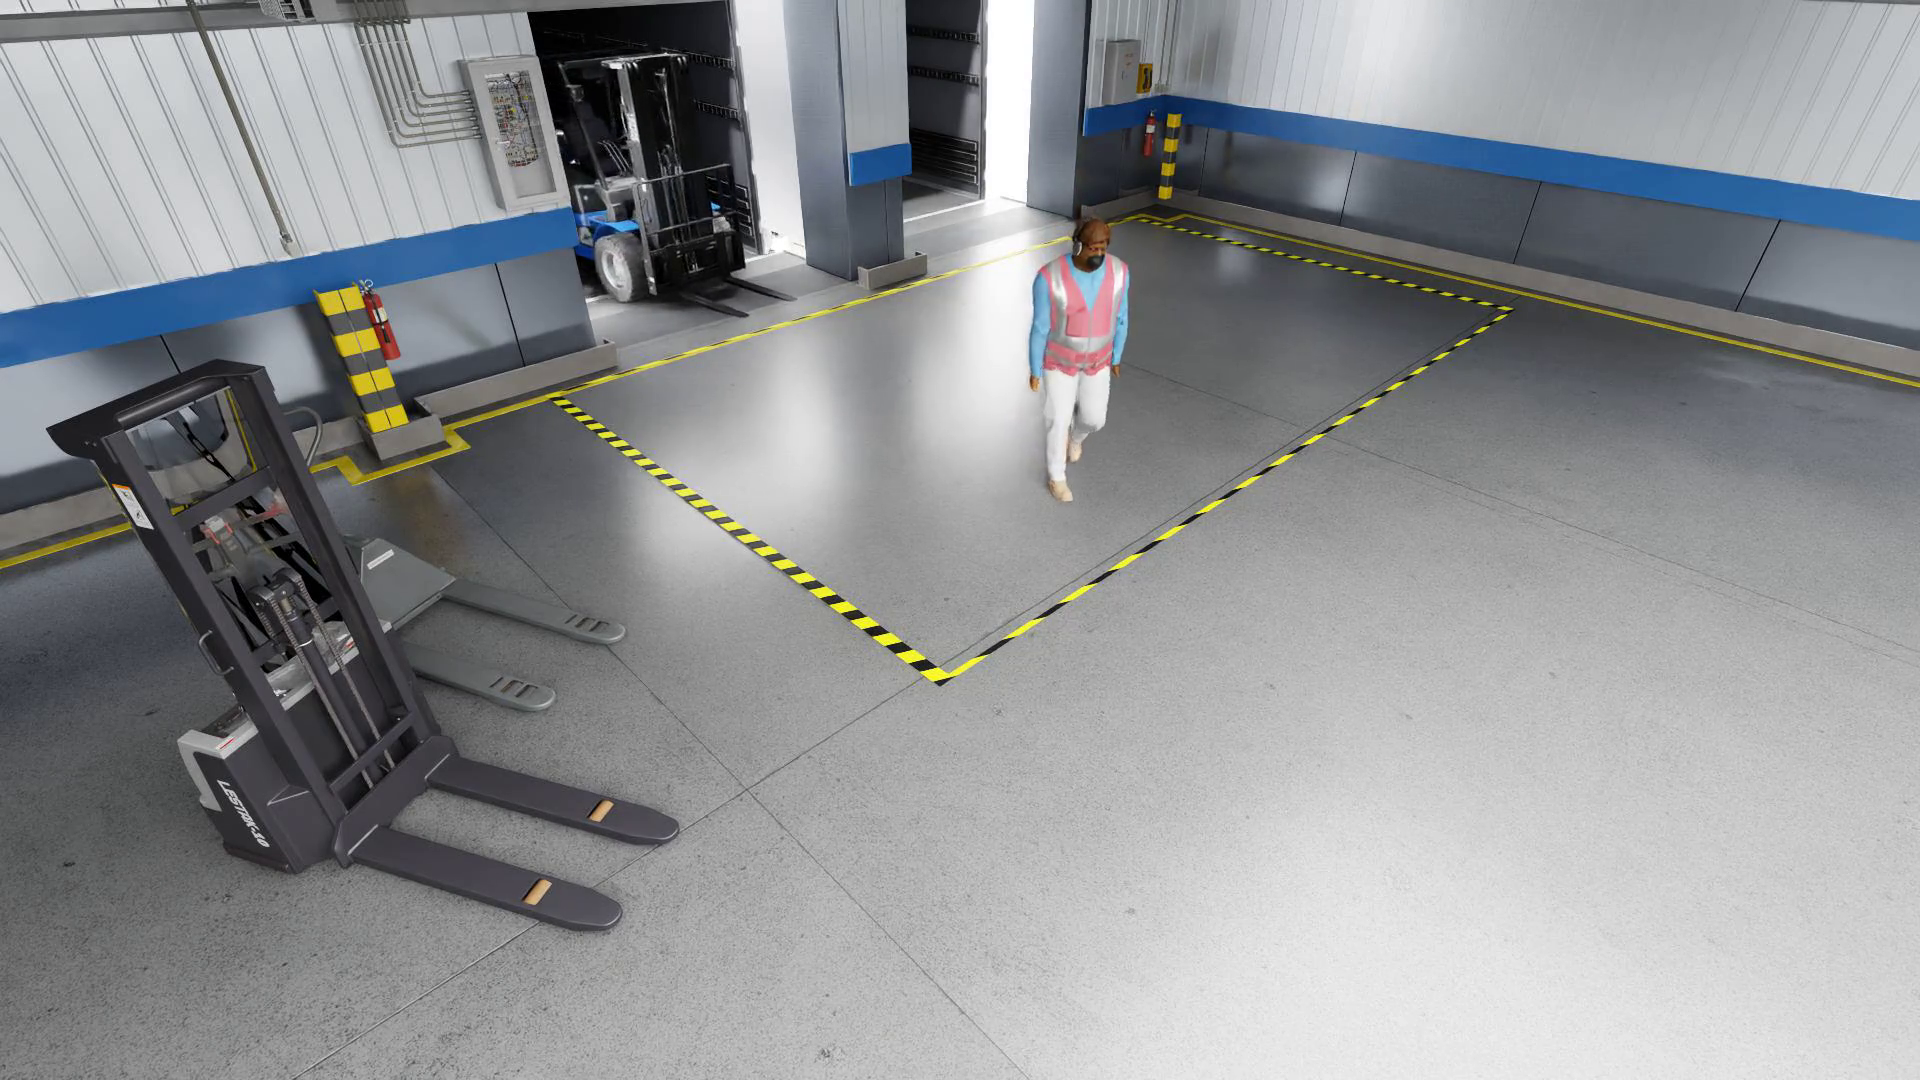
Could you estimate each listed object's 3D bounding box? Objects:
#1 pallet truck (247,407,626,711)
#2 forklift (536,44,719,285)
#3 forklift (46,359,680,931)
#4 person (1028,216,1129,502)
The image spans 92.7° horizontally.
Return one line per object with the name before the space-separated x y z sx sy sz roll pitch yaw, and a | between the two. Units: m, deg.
pallet truck | -2.628 0.038 4.590 1.601 1.201 0.680 12 36 18
forklift | -3.614 -3.911 9.404 2.680 2.036 1.157 25 42 32
forklift | -2.135 0.422 3.354 1.885 1.965 0.823 10 35 14
person | 0.726 -1.160 5.838 0.656 1.818 0.619 -6 35 -9
